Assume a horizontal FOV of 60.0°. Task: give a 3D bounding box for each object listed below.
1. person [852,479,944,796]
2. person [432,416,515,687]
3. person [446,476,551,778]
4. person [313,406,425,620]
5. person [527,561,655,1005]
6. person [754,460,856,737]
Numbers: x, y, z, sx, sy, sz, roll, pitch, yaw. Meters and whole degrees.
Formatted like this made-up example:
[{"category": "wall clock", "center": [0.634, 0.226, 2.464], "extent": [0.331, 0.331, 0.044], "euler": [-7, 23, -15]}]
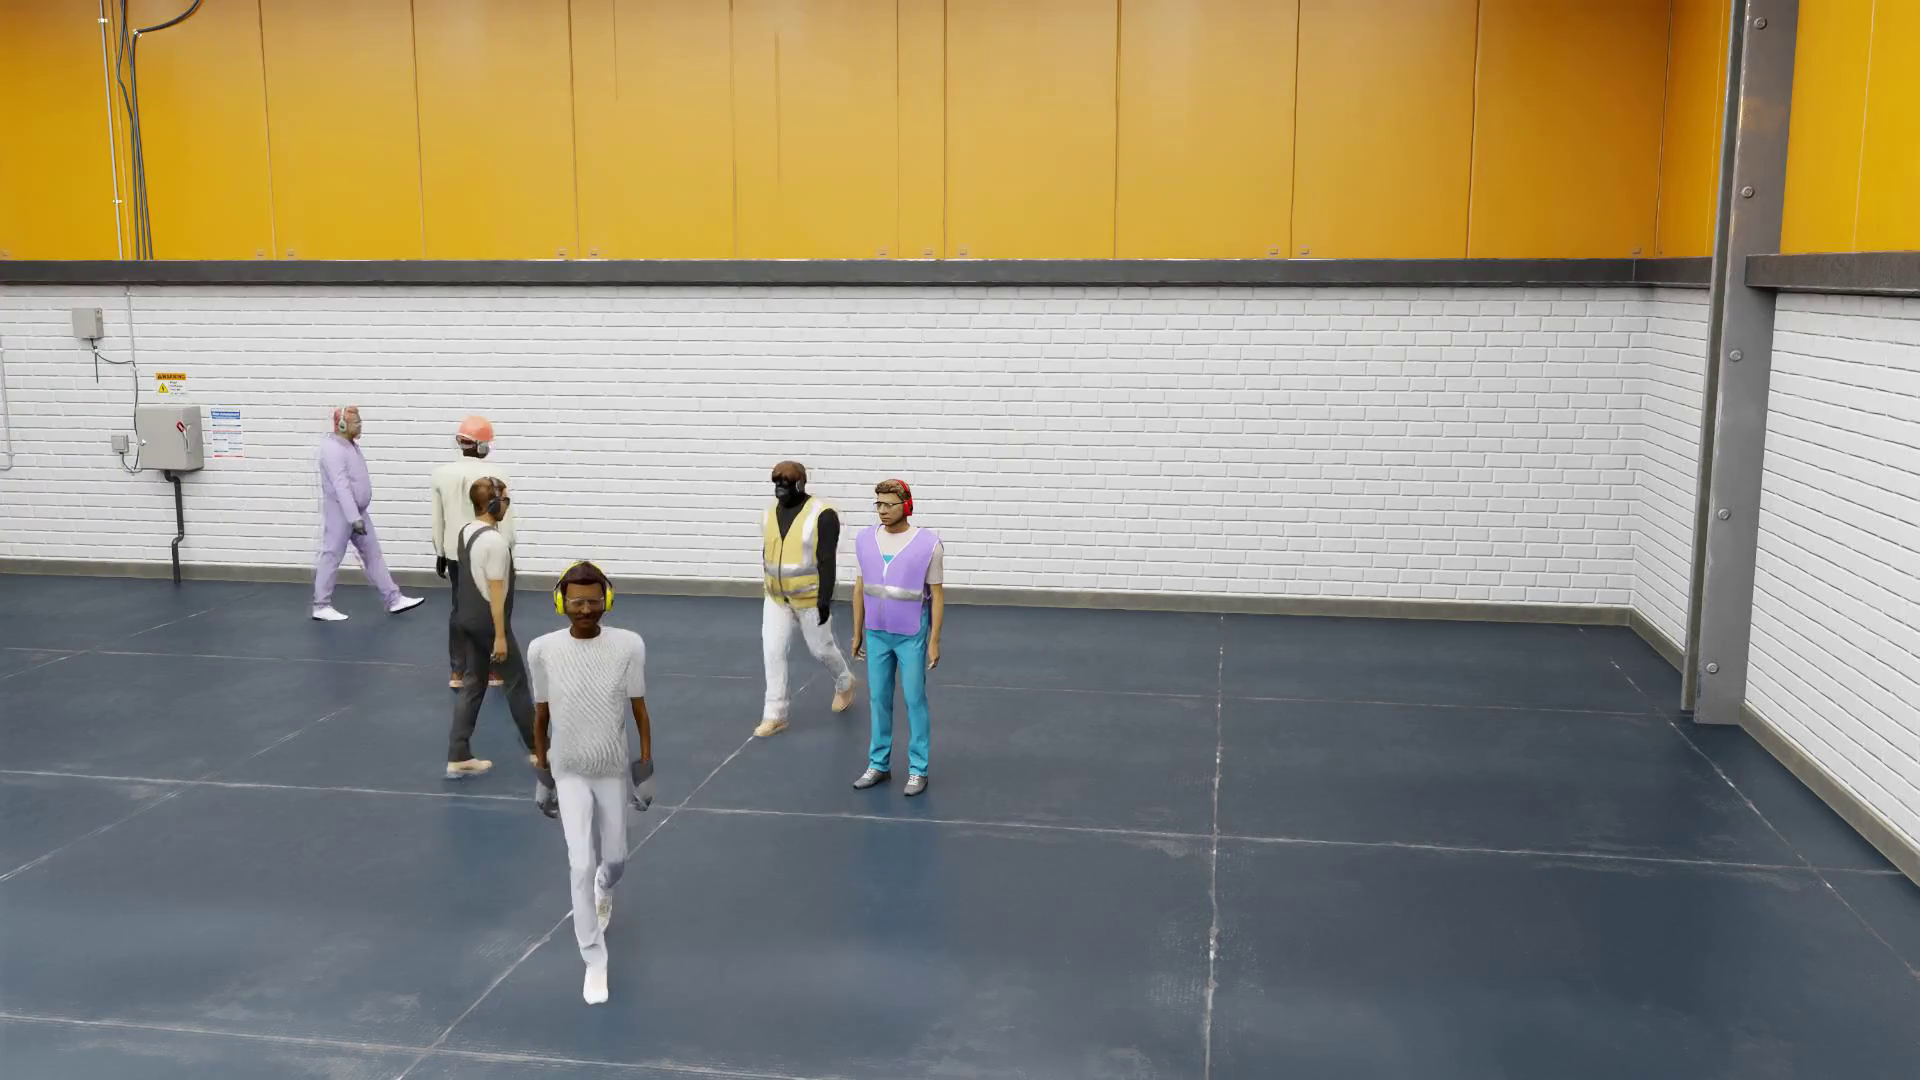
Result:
[{"category": "person", "center": [-0.362, 0.554, 9.678], "extent": [0.569, 1.844, 0.377], "euler": [4, 10, 25]}, {"category": "person", "center": [-3.530, 0.102, 12.104], "extent": [0.632, 1.993, 0.476], "euler": [2, 9, 11]}, {"category": "person", "center": [-2.789, 0.515, 10.031], "extent": [0.797, 1.810, 0.534], "euler": [-9, 13, -44]}, {"category": "person", "center": [-5.195, -0.217, 14.392], "extent": [0.971, 1.862, 0.649], "euler": [0, 9, 0]}, {"category": "person", "center": [-1.581, 0.970, 7.158], "extent": [0.503, 1.844, 0.805], "euler": [-2, 10, -14]}, {"category": "person", "center": [-1.035, 0.351, 11.070], "extent": [0.618, 1.806, 0.886], "euler": [4, 10, 26]}]
